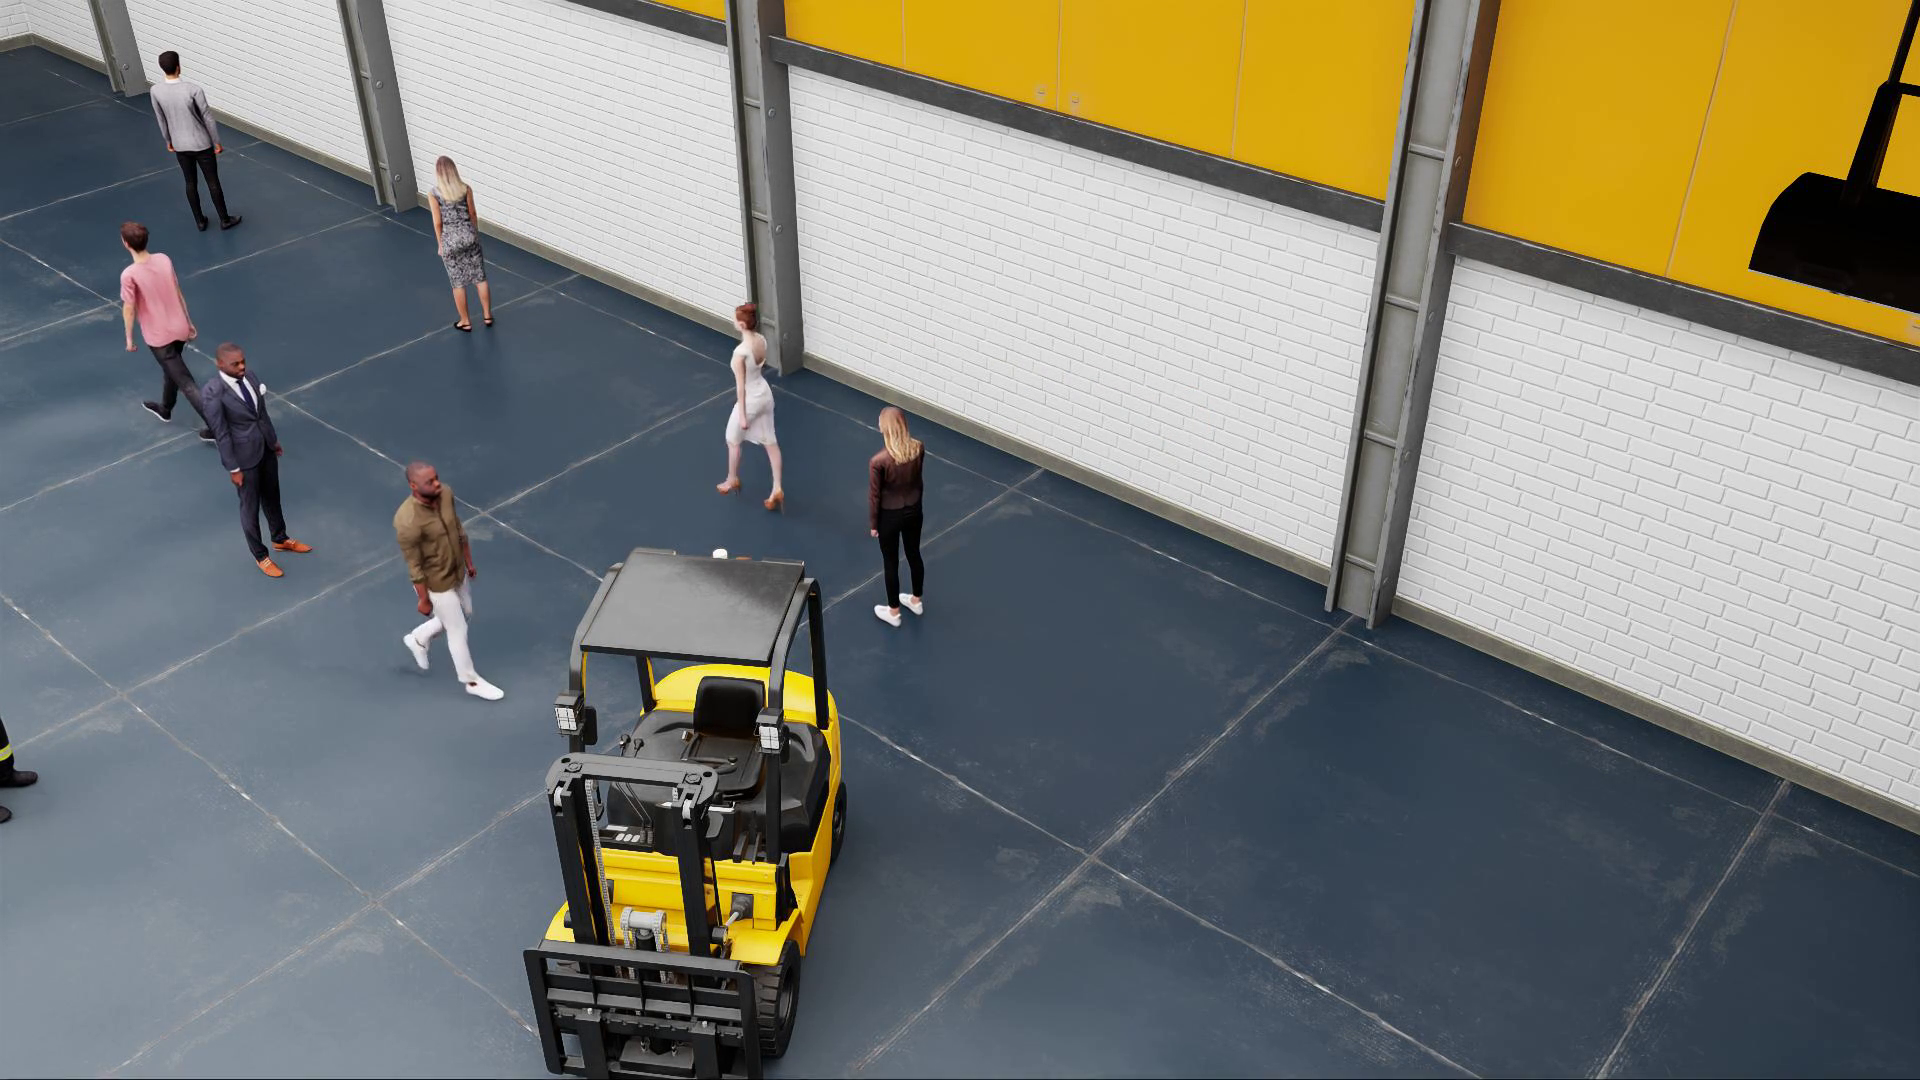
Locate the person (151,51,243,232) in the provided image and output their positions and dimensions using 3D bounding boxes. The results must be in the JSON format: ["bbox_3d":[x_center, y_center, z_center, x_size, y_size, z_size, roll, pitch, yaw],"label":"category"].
[{"bbox_3d":[-8.098,-4.195,17.520,0.819,1.923,0.892,-1,34,-2],"label":"person"}]

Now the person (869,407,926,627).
[{"bbox_3d":[-0.420,-0.170,11.665,0.641,1.702,0.592,-21,39,-29],"label":"person"}]

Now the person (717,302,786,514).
[{"bbox_3d":[-1.508,-0.991,12.837,0.895,1.773,0.695,17,37,24],"label":"person"}]

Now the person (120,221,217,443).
[{"bbox_3d":[-6.476,-1.649,13.708,1.276,1.904,0.887,14,36,20],"label":"person"}]

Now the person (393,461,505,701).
[{"bbox_3d":[-3.477,0.245,10.950,1.135,1.803,0.970,9,35,14],"label":"person"}]

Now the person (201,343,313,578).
[{"bbox_3d":[-5.229,-0.628,12.243,0.746,1.825,0.775,11,35,16],"label":"person"}]

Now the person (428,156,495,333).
[{"bbox_3d":[-4.682,-2.766,15.570,0.628,1.704,0.608,-17,37,-24],"label":"person"}]
